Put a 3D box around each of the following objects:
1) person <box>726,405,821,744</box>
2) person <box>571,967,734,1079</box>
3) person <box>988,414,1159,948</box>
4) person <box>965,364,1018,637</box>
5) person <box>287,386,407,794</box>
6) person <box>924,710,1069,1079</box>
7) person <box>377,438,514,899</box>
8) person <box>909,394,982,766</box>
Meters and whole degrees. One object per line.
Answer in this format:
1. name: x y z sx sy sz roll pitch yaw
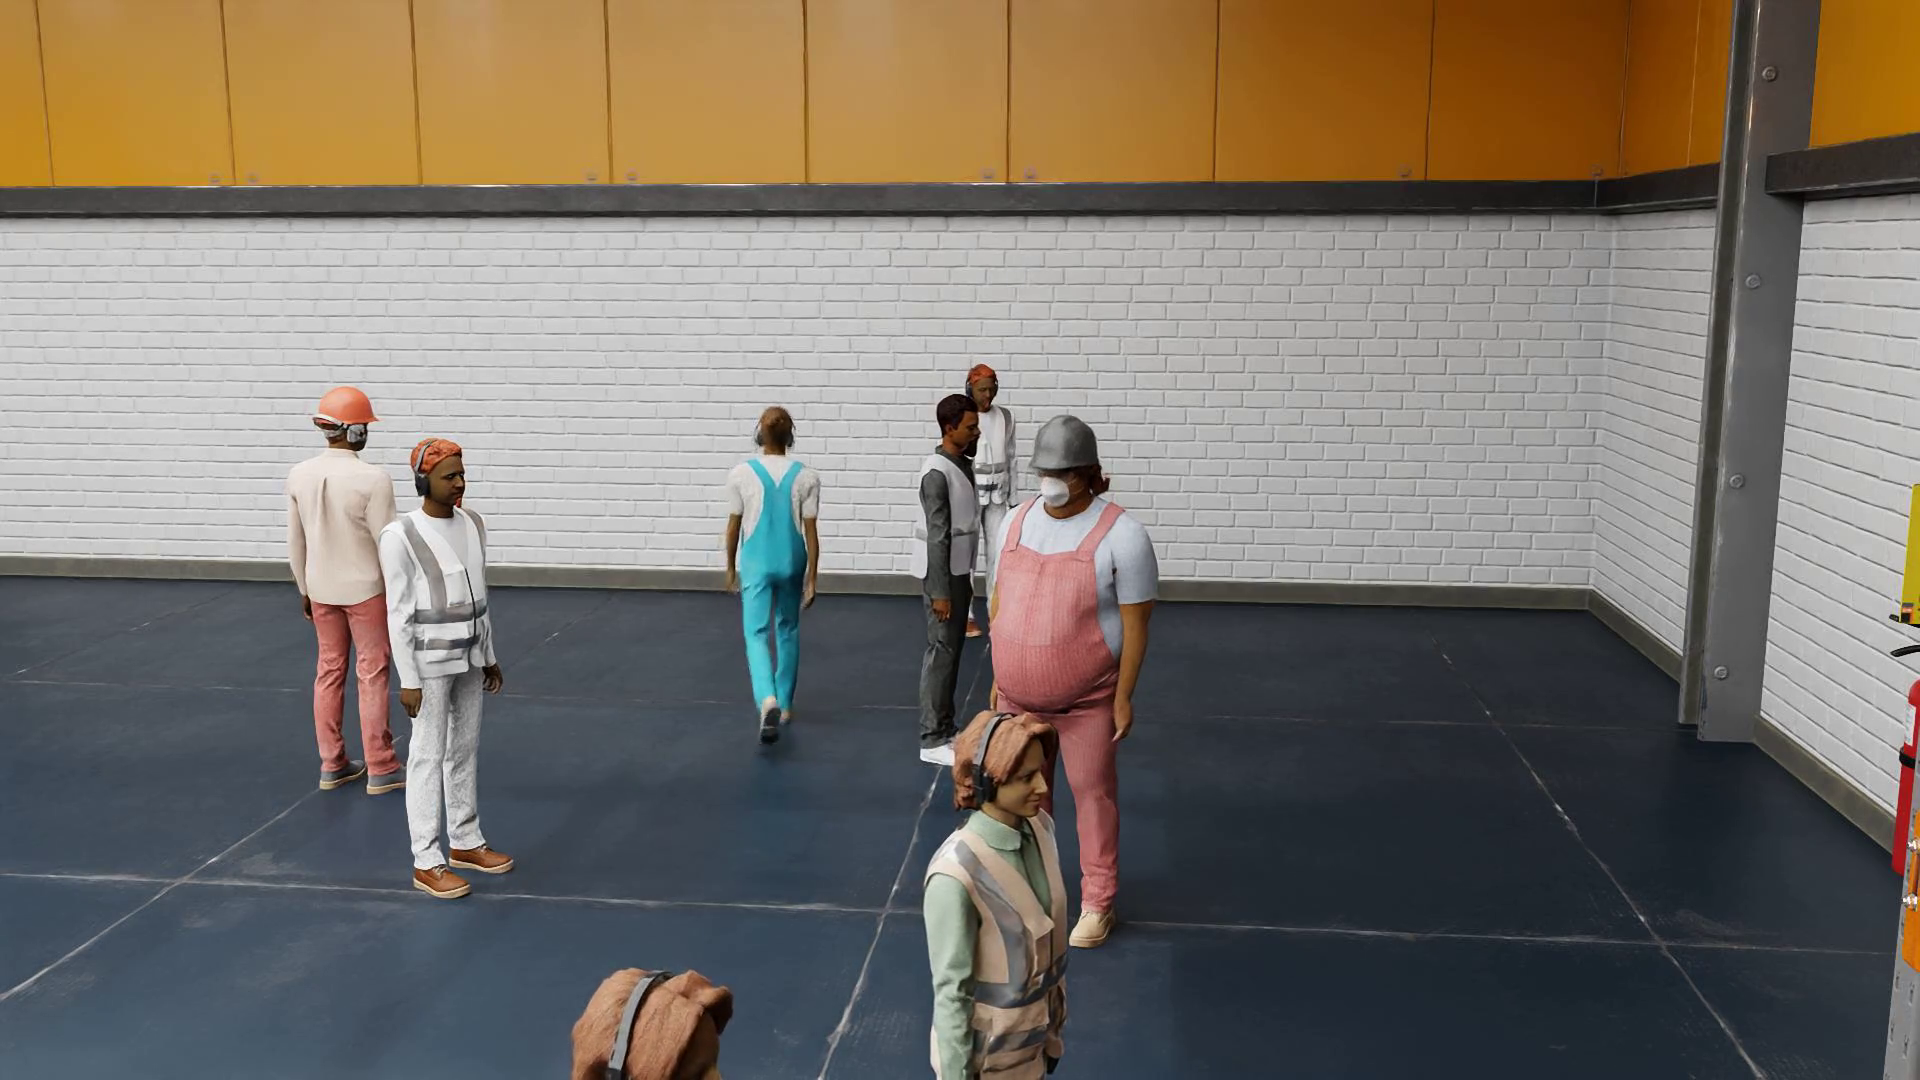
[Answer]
1. person: -0.999 0.181 9.040 0.512 1.820 0.833 -3 10 -14
2. person: -0.455 1.413 2.470 0.310 1.638 0.523 2 10 9
3. person: 0.372 0.533 6.359 0.679 2.000 0.537 6 12 31
4. person: 0.145 -0.269 11.431 0.584 1.879 0.367 -6 11 -30
5. person: -2.966 0.246 8.130 0.625 1.992 0.388 4 11 20
6. person: 0.086 1.183 3.789 0.306 1.639 0.524 5 11 26
7. person: -2.124 0.518 6.899 0.355 1.883 0.575 4 11 21
8. person: -0.064 0.199 8.634 0.375 1.915 0.599 2 10 12
